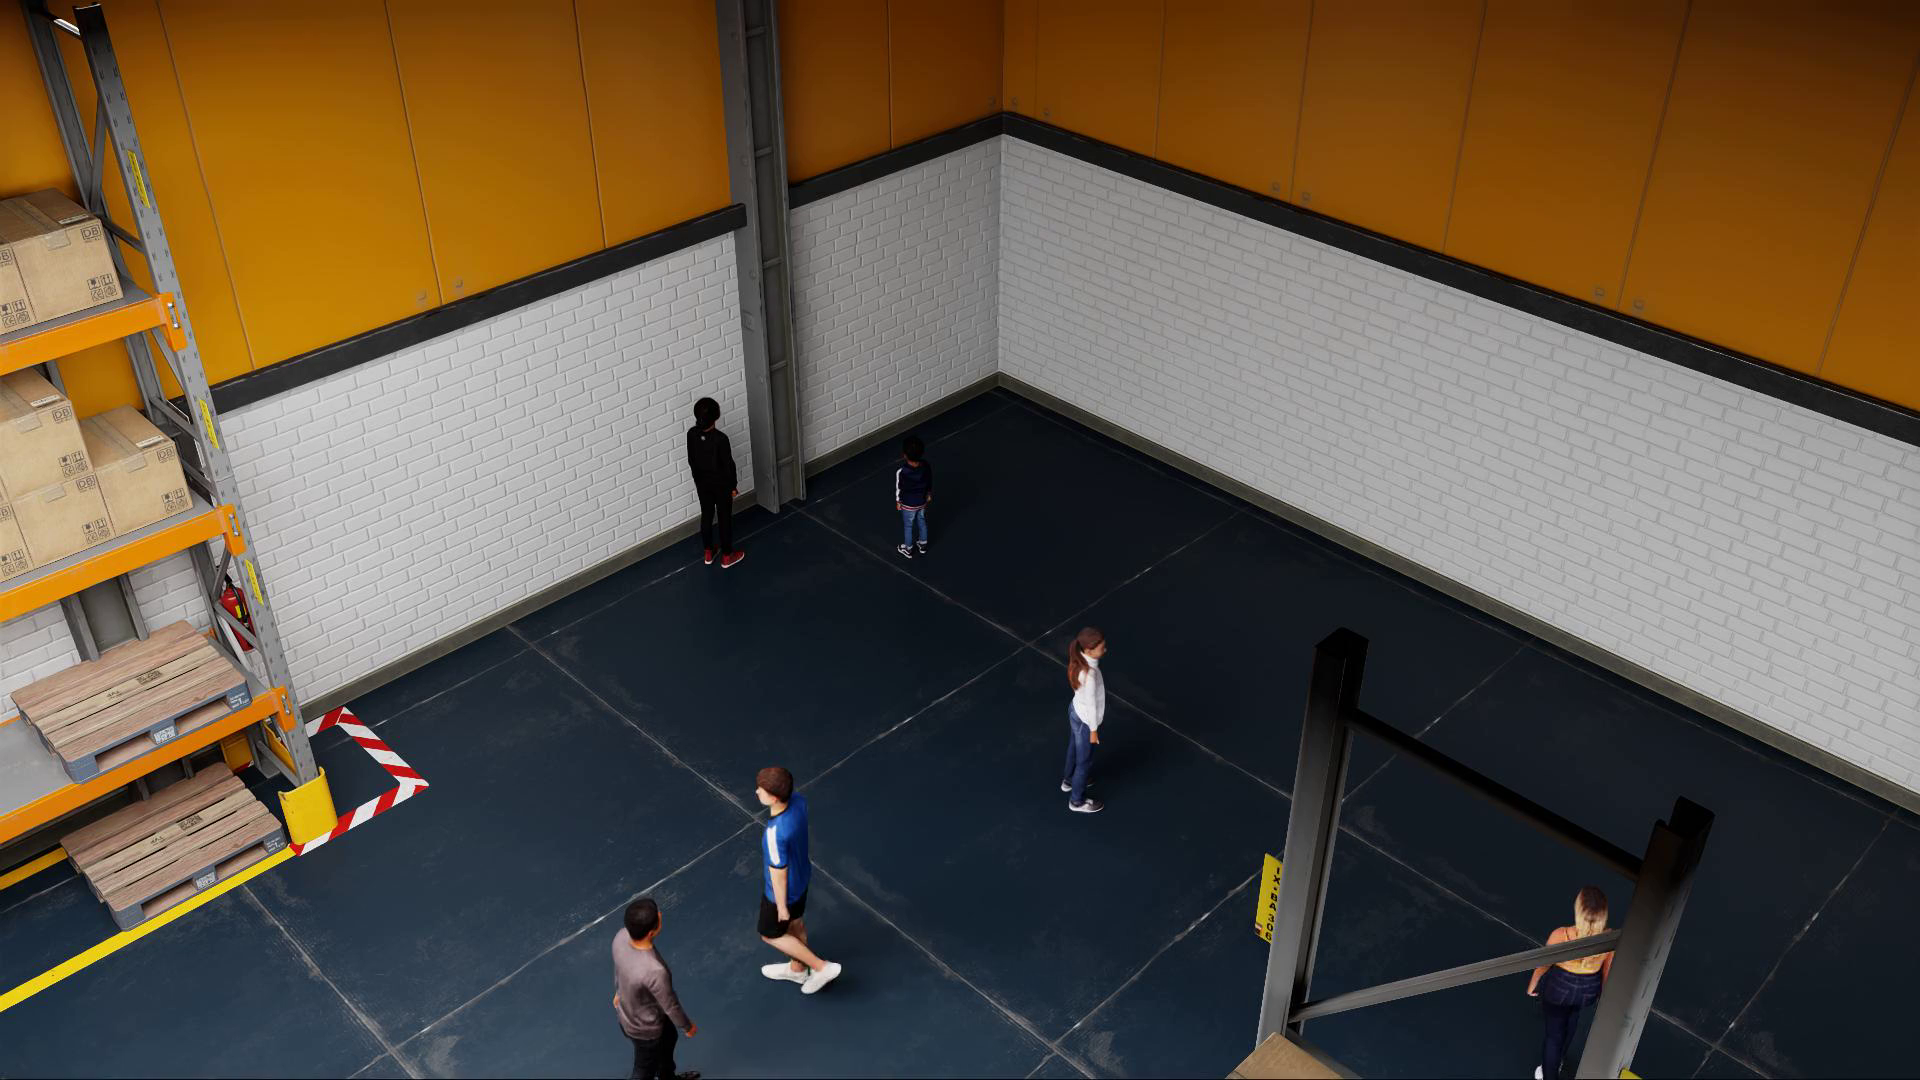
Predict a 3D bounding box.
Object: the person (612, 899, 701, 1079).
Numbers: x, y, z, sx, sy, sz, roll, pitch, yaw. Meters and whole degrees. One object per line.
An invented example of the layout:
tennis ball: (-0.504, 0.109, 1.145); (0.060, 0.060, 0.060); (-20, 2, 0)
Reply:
person: (-1.911, 2.819, 9.672); (0.764, 1.742, 0.837); (-28, 43, -35)

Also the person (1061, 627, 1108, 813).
person: (0.906, 1.285, 12.148); (0.656, 1.556, 0.619); (-5, 34, -8)

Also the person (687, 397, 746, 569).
person: (-2.186, -0.514, 14.748); (0.665, 1.674, 0.640); (13, 36, 19)

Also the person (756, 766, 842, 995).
person: (-1.010, 2.171, 10.543); (0.940, 1.856, 0.898); (5, 34, 8)

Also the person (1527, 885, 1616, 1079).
person: (3.652, 2.754, 9.884); (0.765, 1.615, 0.824); (1, 34, 2)

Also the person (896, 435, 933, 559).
person: (-0.418, -0.395, 14.979); (0.503, 1.221, 0.626); (-17, 37, -24)
